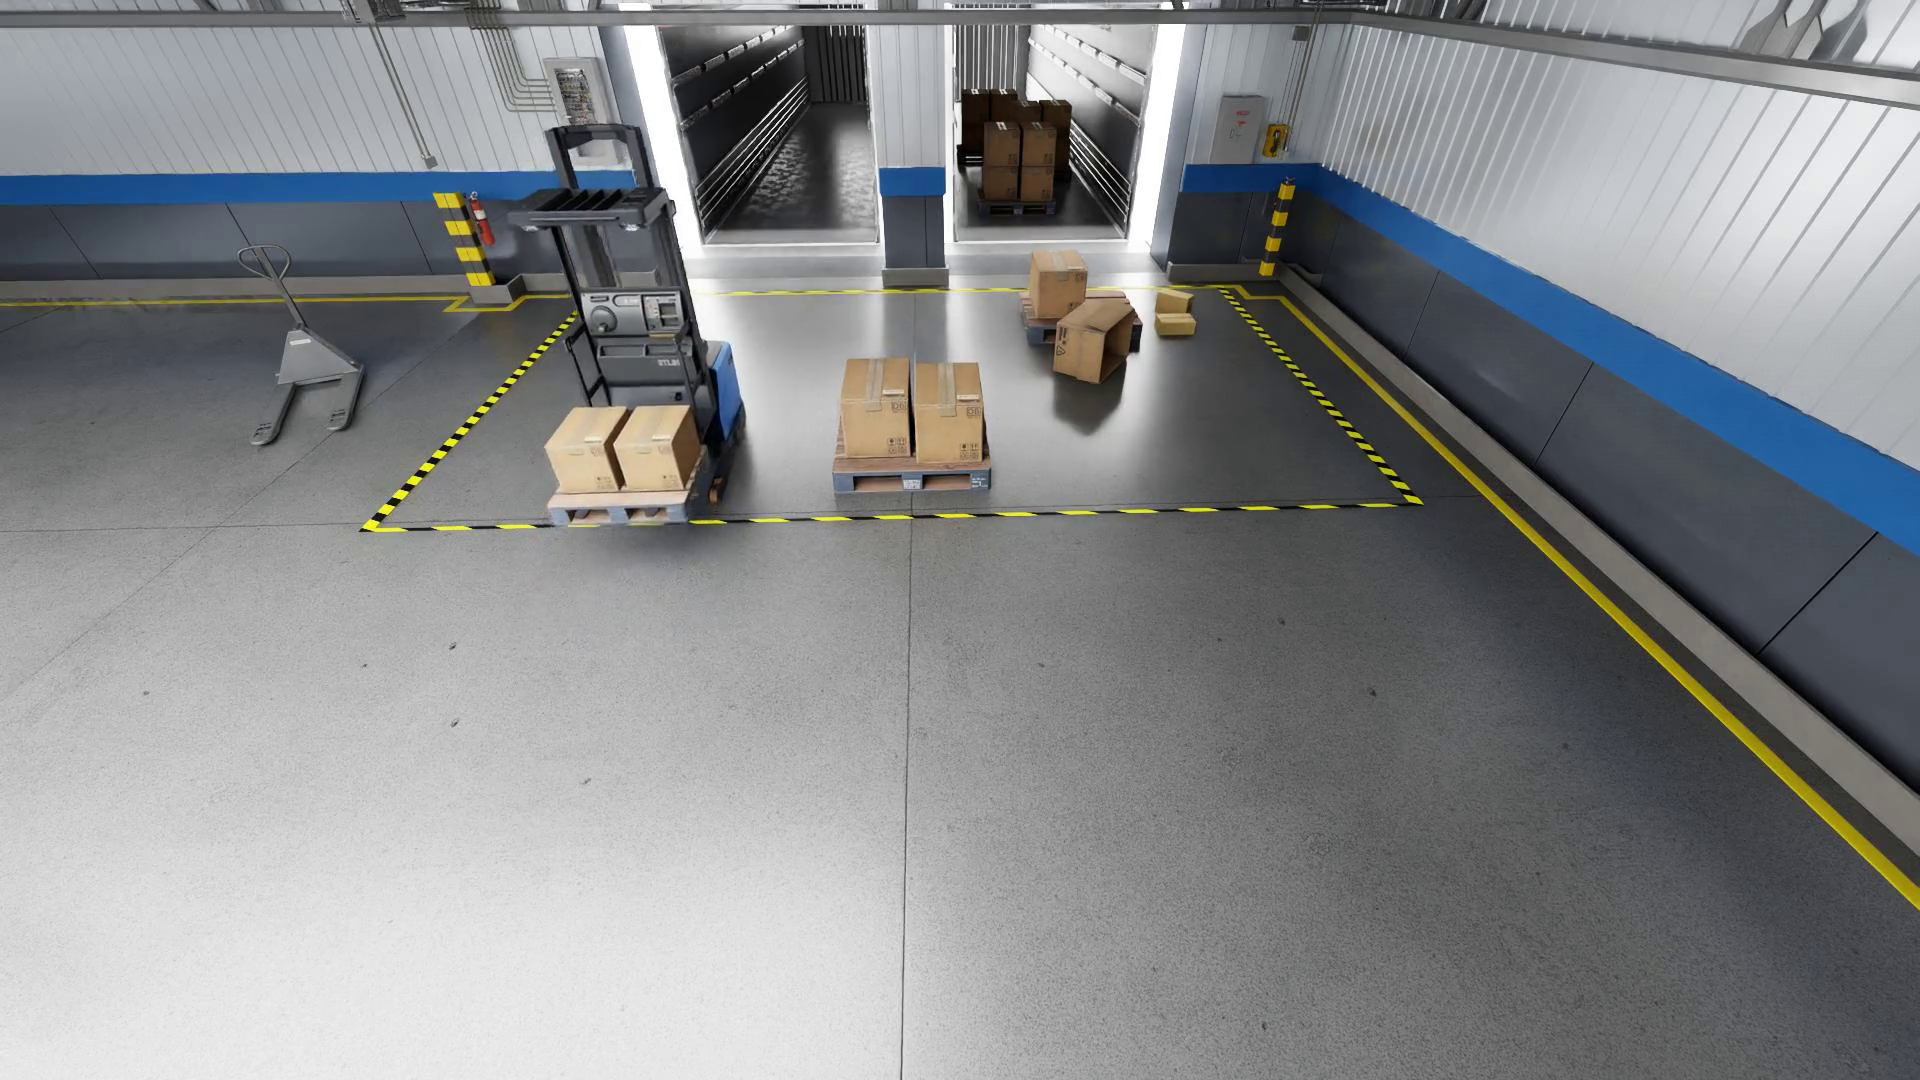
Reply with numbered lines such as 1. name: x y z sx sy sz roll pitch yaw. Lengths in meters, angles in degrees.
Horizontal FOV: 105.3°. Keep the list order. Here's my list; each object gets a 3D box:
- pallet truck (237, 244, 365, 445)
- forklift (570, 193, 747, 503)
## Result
1. pallet truck: -5.915 -1.733 6.366 0.680 1.201 1.601 -18 42 -21
2. forklift: -2.213 -1.559 5.503 0.716 2.013 0.776 -2 39 -2
